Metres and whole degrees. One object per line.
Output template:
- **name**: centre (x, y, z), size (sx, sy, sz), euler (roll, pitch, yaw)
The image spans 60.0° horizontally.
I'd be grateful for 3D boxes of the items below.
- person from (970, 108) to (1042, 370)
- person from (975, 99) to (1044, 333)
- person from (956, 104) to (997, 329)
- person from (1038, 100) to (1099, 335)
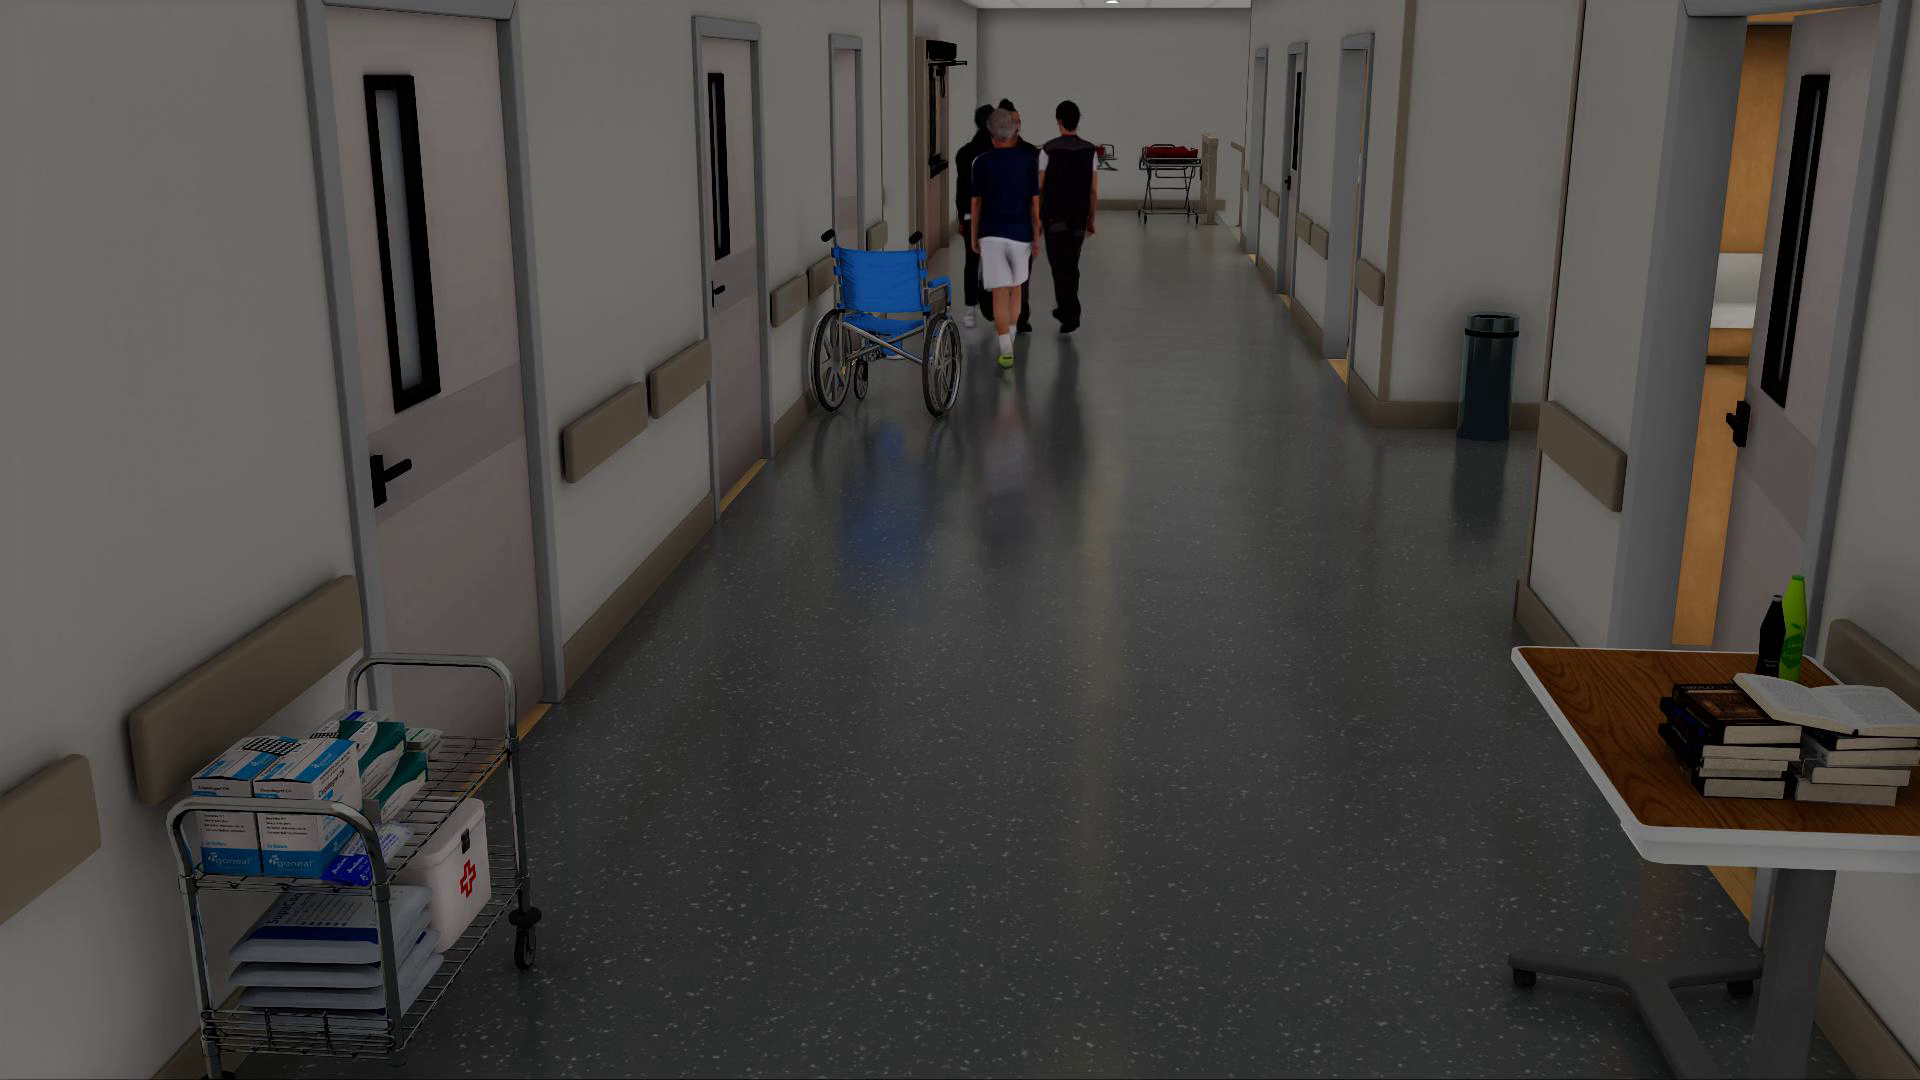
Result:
- **person**: centre (0.334, -2.086, 11.744), size (0.846, 1.778, 1.237), euler (-2, 16, -7)
- **person**: centre (0.374, -2.634, 13.558), size (0.949, 1.849, 1.018), euler (-5, 17, -18)
- **person**: centre (0.219, -2.678, 13.773), size (0.680, 1.818, 0.580), euler (2, 16, 8)
- **person**: centre (0.868, -2.533, 13.275), size (0.943, 1.810, 1.270), euler (-5, 16, -17)
